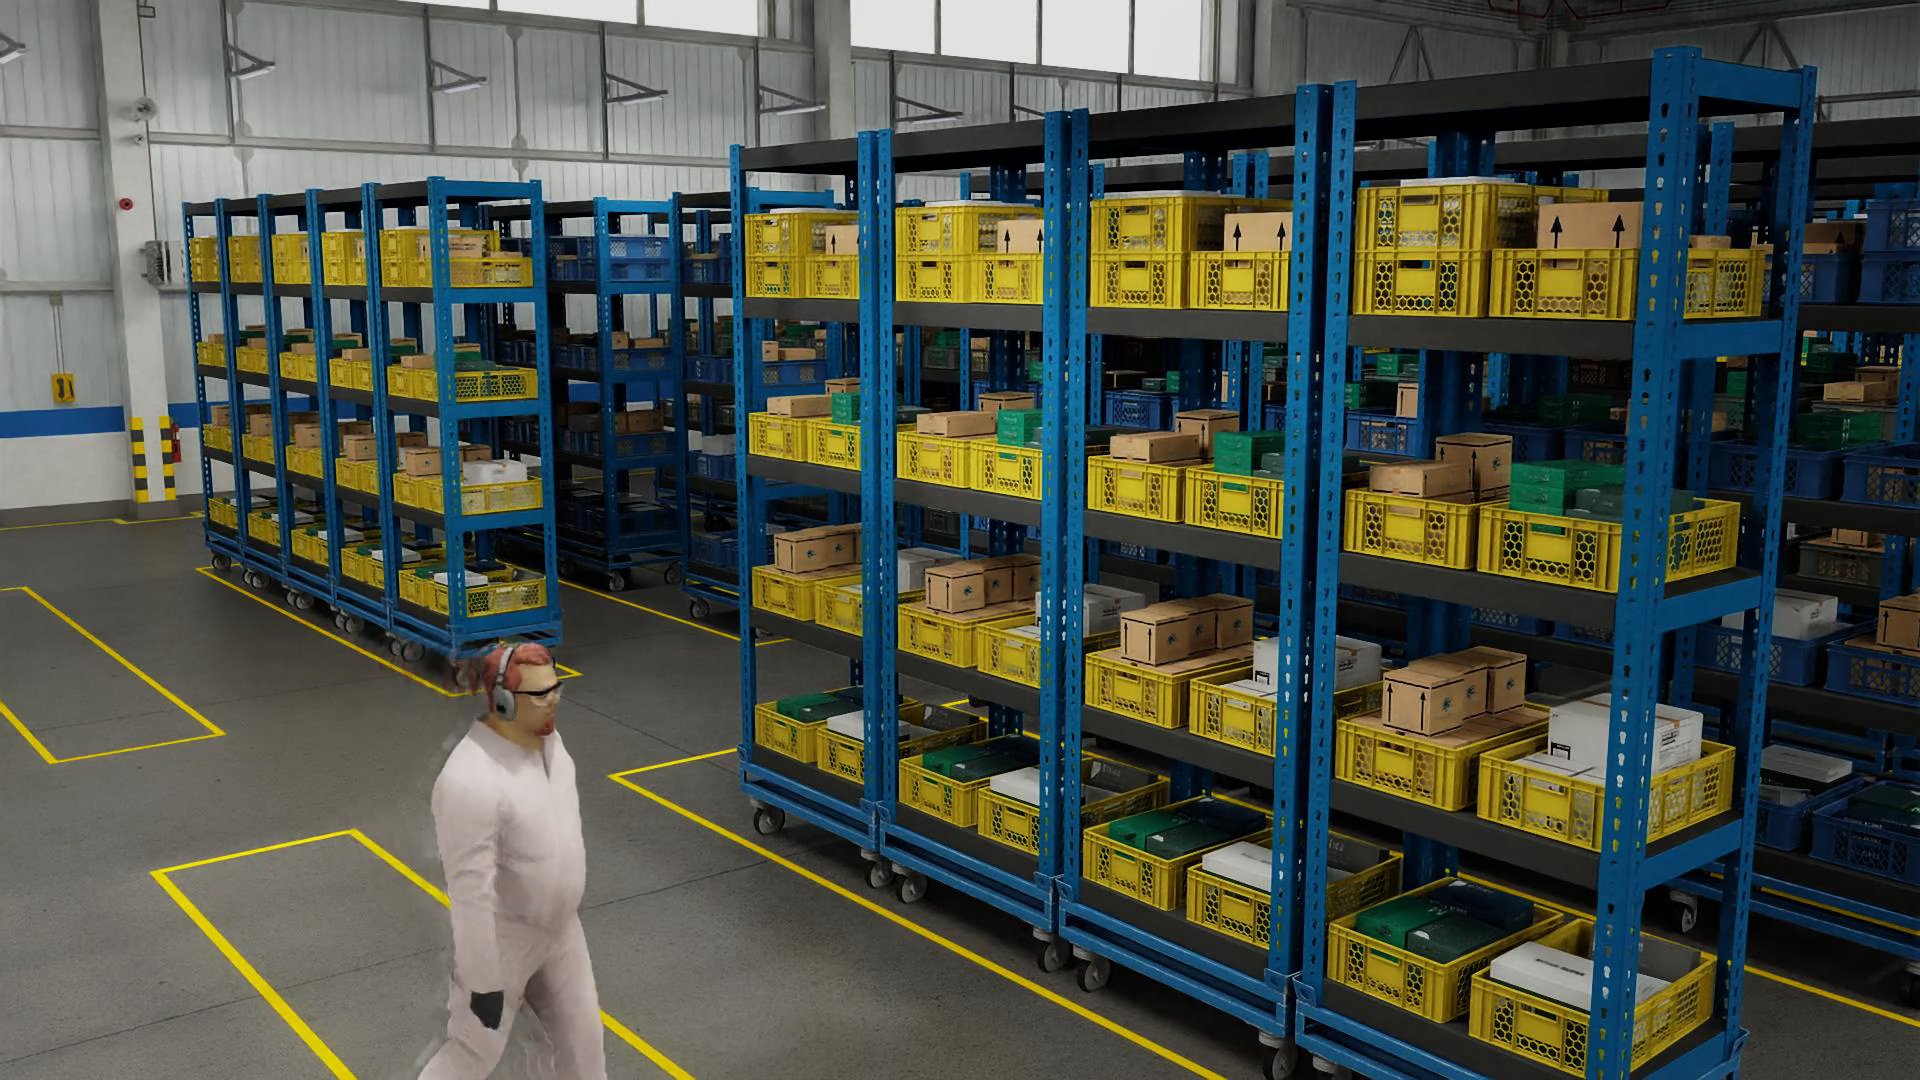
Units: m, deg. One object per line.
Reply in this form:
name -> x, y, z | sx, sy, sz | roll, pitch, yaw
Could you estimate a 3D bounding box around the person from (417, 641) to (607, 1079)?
person -> -1.449, 1.227, 5.248 | 0.947, 1.873, 0.666 | 3, 10, 15
